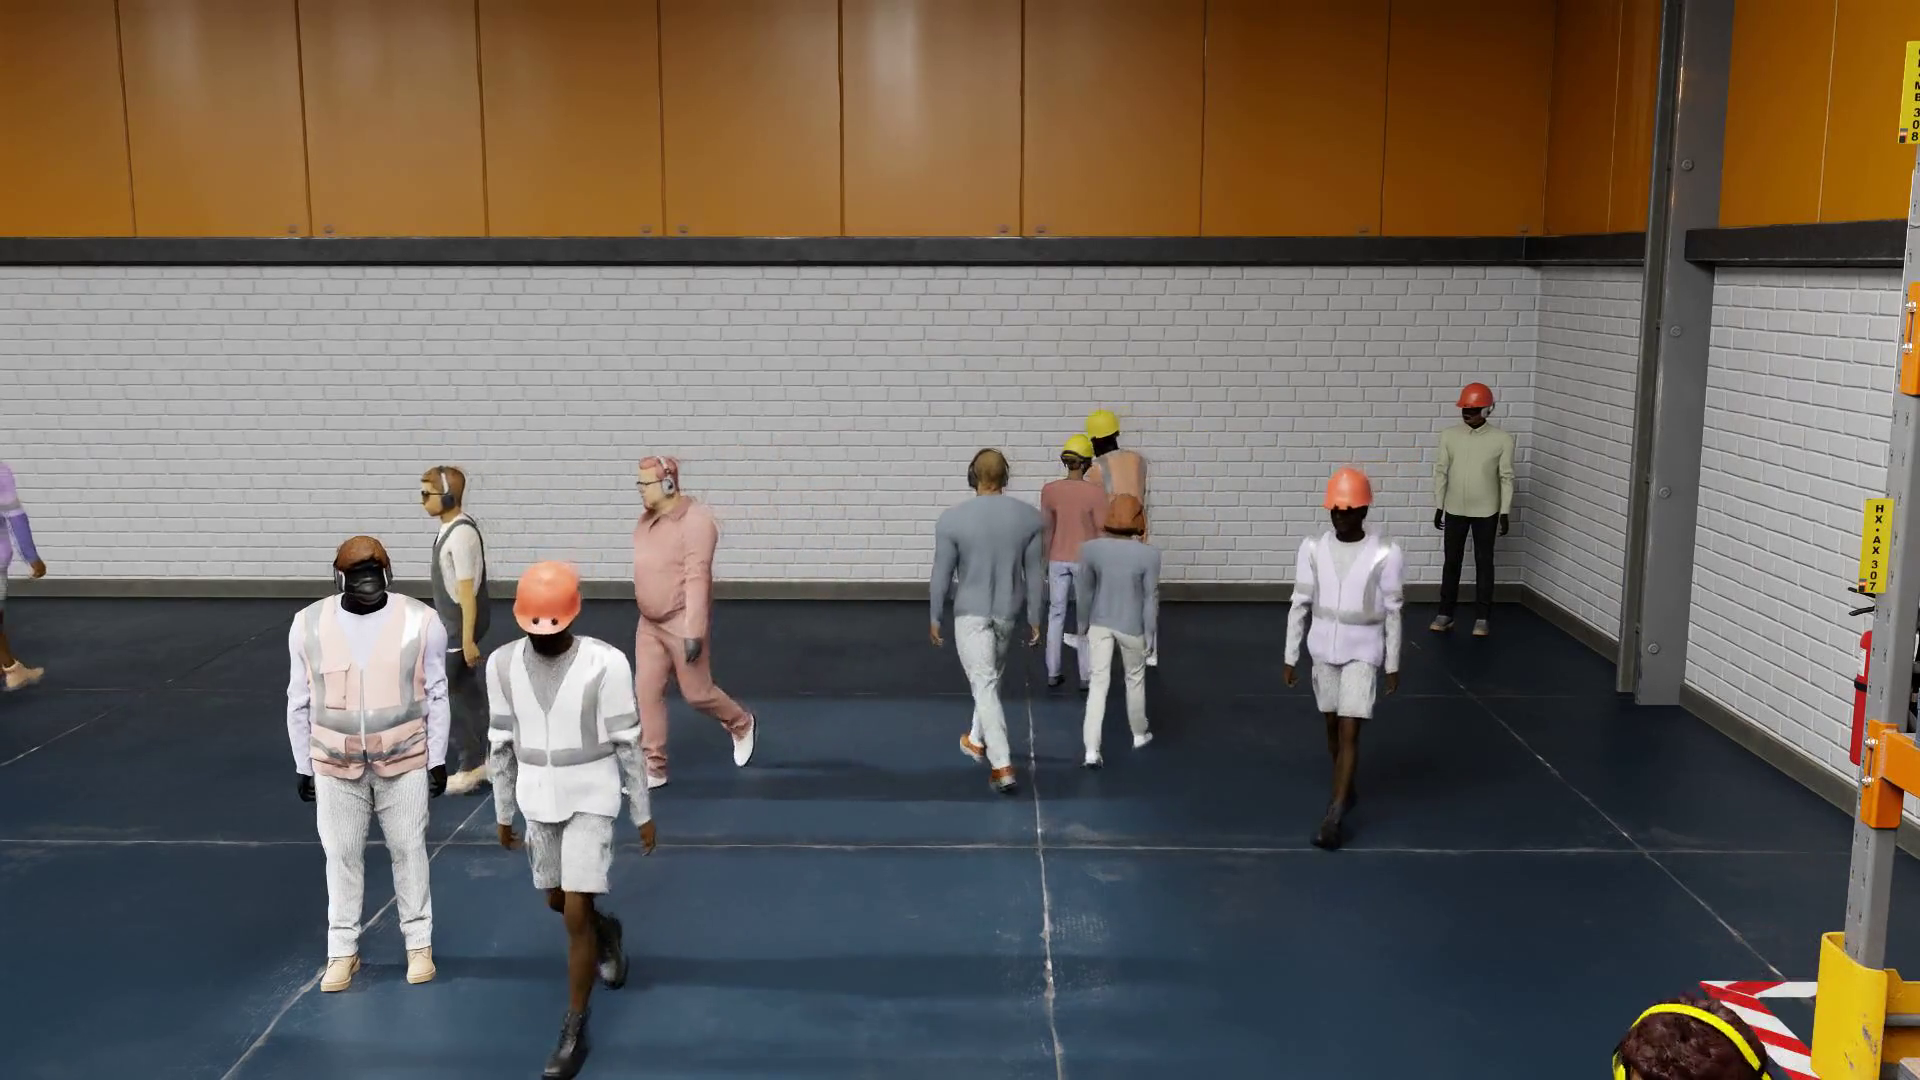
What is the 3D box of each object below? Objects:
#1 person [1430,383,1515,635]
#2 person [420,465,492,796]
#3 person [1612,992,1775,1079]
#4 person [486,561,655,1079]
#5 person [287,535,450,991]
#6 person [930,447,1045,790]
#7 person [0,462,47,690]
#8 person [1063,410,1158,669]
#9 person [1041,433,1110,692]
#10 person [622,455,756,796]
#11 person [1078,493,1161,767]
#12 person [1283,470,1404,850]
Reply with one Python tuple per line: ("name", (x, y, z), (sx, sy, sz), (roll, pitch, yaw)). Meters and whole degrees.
("person", (4.026, -0.244, 13.084), (0.613, 1.991, 0.392), (6, 11, 32))
("person", (-2.790, 0.495, 9.141), (0.408, 1.830, 0.524), (-3, 10, -15))
("person", (1.252, 1.572, 2.692), (0.583, 1.832, 0.864), (8, 12, 40))
("person", (-1.431, 0.954, 6.244), (0.608, 1.894, 0.834), (2, 10, 9))
("person", (-2.377, 0.892, 6.717), (0.625, 1.847, 0.429), (-2, 10, -13))
("person", (0.158, 0.422, 9.401), (0.648, 1.896, 1.006), (-3, 10, -18))
("person", (-6.470, 0.107, 10.997), (0.618, 2.001, 1.014), (2, 10, 13))
("person", (1.118, -0.014, 12.075), (0.617, 1.855, 0.958), (-6, 11, -32))
("person", (0.794, 0.152, 11.386), (0.526, 1.767, 0.320), (6, 11, 32))
("person", (-1.544, 0.449, 9.283), (0.648, 1.875, 0.815), (8, 12, 39))
("person", (0.924, 0.518, 9.766), (0.513, 1.593, 0.876), (3, 10, 19))
("person", (1.941, 0.577, 8.500), (0.560, 1.882, 0.969), (6, 11, 33))
